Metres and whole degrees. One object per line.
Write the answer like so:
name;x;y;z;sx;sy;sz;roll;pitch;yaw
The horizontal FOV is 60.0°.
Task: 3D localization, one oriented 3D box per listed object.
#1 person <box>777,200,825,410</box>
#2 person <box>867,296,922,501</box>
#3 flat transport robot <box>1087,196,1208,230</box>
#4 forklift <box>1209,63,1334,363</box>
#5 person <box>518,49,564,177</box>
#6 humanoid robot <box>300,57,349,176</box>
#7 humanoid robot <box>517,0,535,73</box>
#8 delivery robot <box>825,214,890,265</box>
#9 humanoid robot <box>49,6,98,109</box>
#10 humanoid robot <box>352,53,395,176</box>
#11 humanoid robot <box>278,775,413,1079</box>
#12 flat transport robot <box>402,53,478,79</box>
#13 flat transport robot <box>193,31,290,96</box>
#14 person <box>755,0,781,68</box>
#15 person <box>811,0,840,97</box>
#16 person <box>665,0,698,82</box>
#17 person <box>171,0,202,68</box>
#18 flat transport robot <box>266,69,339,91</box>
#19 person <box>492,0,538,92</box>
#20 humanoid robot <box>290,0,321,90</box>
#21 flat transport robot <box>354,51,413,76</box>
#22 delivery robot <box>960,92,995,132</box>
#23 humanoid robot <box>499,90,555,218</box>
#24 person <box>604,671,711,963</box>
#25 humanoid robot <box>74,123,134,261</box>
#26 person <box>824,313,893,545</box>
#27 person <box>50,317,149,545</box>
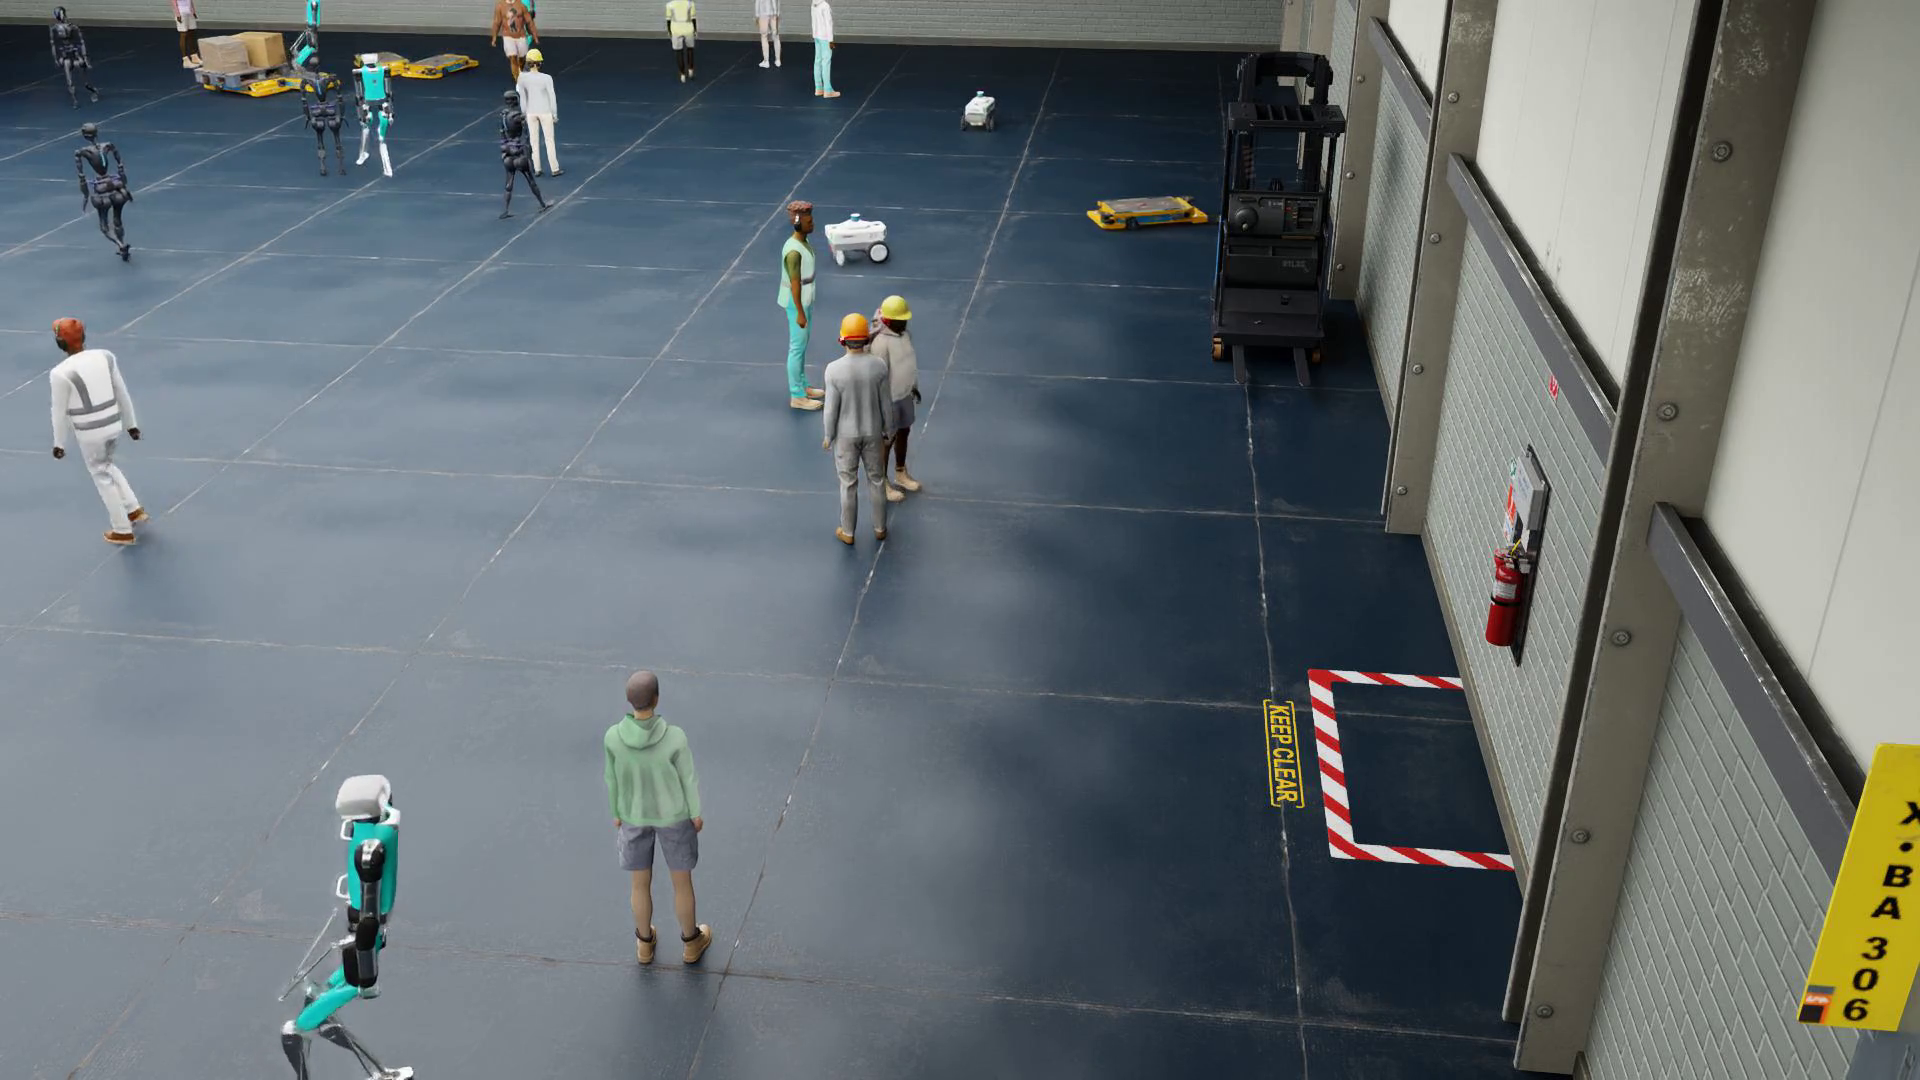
person;-1.505;-2.222;15.670;0.410;1.978;0.483;2;27;4
person;-0.557;-1.210;13.887;0.406;1.761;0.567;17;31;31
flat transport robot;2.436;-4.253;21.630;1.431;0.231;0.659;-6;27;-13
forklift;3.241;-3.477;17.183;1.129;2.768;1.873;3;27;6
person;-5.936;-6.022;23.494;0.523;1.763;0.326;3;27;7
humanoid robot;-8.991;-5.999;23.540;0.601;1.655;0.330;-7;27;-13
humanoid robot;-7.878;-9.111;29.721;0.698;1.835;0.533;-15;30;-28
delivery robot;-1.226;-3.634;20.075;0.767;0.595;0.515;-6;27;-13
humanoid robot;-14.757;-8.060;27.685;0.608;1.622;0.695;0;27;-1
humanoid robot;-8.408;-6.091;23.737;0.531;1.772;1.009;-17;31;-30
humanoid robot;-2.941;1.929;7.717;0.874;1.822;0.534;-5;27;-11
flat transport robot;-9.516;-8.669;30.444;0.659;0.231;1.431;9;28;17
flat transport robot;-12.441;-7.948;29.006;1.431;0.231;0.659;15;30;27
person;-3.538;-9.691;30.692;0.512;1.874;0.380;-14;30;-25
person;-2.327;-8.534;28.343;0.372;1.913;0.488;-19;32;-33
person;-4.961;-9.071;29.663;0.551;1.671;0.684;-5;27;-11
person;-14.268;-9.754;30.648;0.401;2.035;0.608;4;27;8
flat transport robot;-11.753;-8.087;29.282;1.431;0.231;0.659;8;28;16
person;-7.760;-8.779;28.913;0.774;1.836;0.709;-10;28;-19
humanoid robot;-11.341;-8.617;28.705;0.826;1.757;0.542;-8;28;-16
flat transport robot;-10.618;-8.778;30.663;0.659;0.231;1.431;-18;32;-32
delivery robot;0.314;-6.792;26.380;0.499;0.596;0.775;6;27;12
humanoid robot;-5.757;-5.052;21.695;0.584;1.627;0.754;19;32;33
person;-1.570;1.453;8.593;0.472;1.743;0.348;1;27;2
humanoid robot;-10.173;-4.174;19.911;0.561;1.632;0.585;19;32;33
person;-0.792;-0.861;13.044;0.558;1.896;0.354;-8;28;-16
person;-6.779;-0.847;13.042;0.446;1.868;0.594;8;28;15
